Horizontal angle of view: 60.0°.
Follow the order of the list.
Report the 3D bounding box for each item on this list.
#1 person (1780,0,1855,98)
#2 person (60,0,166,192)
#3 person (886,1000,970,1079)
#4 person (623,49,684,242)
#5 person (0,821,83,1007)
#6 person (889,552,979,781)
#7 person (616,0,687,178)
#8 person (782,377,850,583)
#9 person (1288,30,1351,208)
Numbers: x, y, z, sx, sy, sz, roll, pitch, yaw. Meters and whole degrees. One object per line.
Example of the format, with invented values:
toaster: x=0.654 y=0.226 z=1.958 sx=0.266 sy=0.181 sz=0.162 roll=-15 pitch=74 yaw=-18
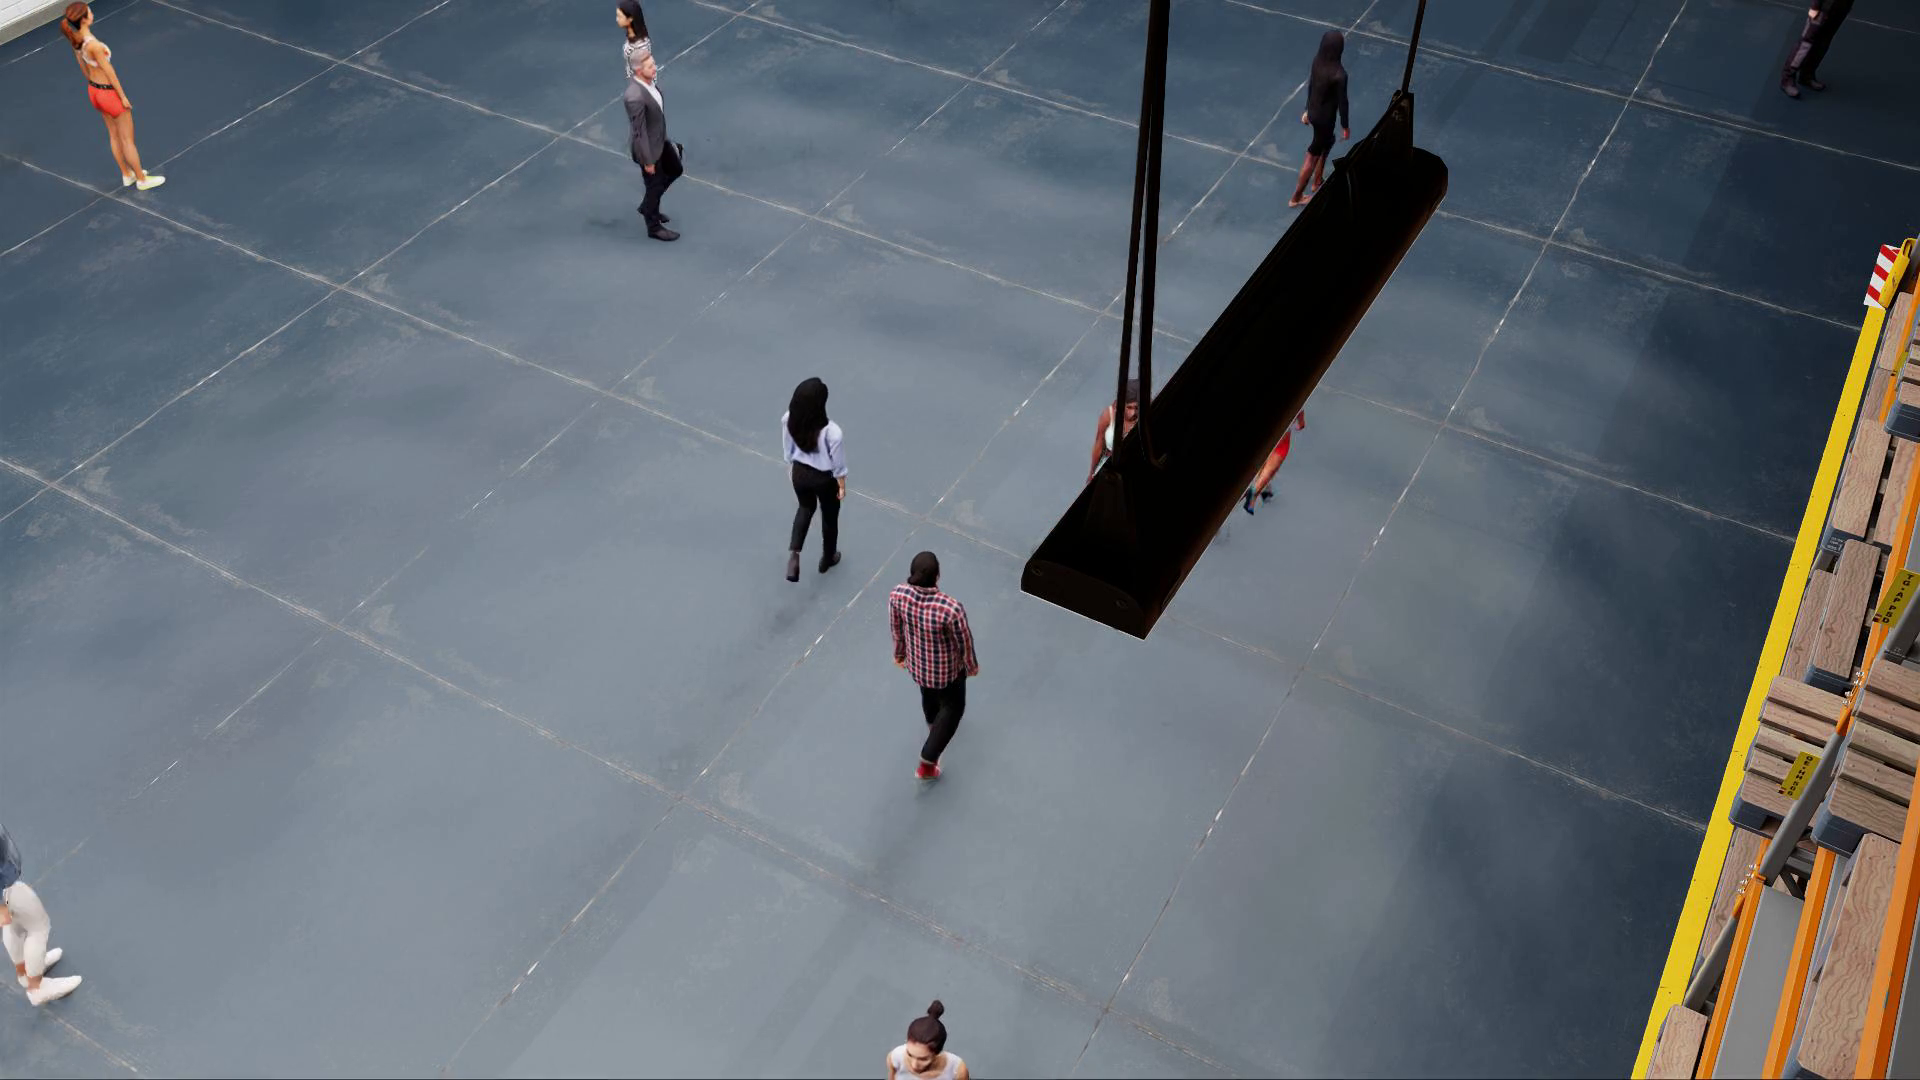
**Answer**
person: x=8.623 y=-5.322 z=16.478 sx=0.741 sy=1.838 sz=0.855 roll=-17 pitch=46 yaw=-17
person: x=-7.772 y=-4.039 z=15.167 sx=0.592 sy=1.789 sz=0.545 roll=25 pitch=49 yaw=24
person: x=-0.122 y=2.757 z=8.172 sx=0.626 sy=1.599 sz=0.635 roll=12 pitch=45 yaw=12
person: x=-2.777 y=-3.460 z=14.532 sx=0.930 sy=1.827 sz=0.806 roll=2 pitch=44 yaw=2
person: x=-5.261 y=1.916 z=9.008 sx=0.696 sy=1.662 sz=0.735 roll=-25 pitch=49 yaw=-24
person: x=-0.160 y=0.767 z=10.143 sx=0.689 sy=1.759 sz=0.960 roll=22 pitch=48 yaw=21
person: x=-2.817 y=-4.115 z=15.253 sx=0.856 sy=1.781 sz=0.792 roll=-13 pitch=45 yaw=-13
person: x=-1.031 y=-0.352 z=11.338 sx=0.695 sy=1.732 sz=0.856 roll=18 pitch=46 yaw=18
person: x=3.171 y=-3.741 z=14.914 sx=0.916 sy=1.707 sz=0.848 roll=-13 pitch=45 yaw=-13
